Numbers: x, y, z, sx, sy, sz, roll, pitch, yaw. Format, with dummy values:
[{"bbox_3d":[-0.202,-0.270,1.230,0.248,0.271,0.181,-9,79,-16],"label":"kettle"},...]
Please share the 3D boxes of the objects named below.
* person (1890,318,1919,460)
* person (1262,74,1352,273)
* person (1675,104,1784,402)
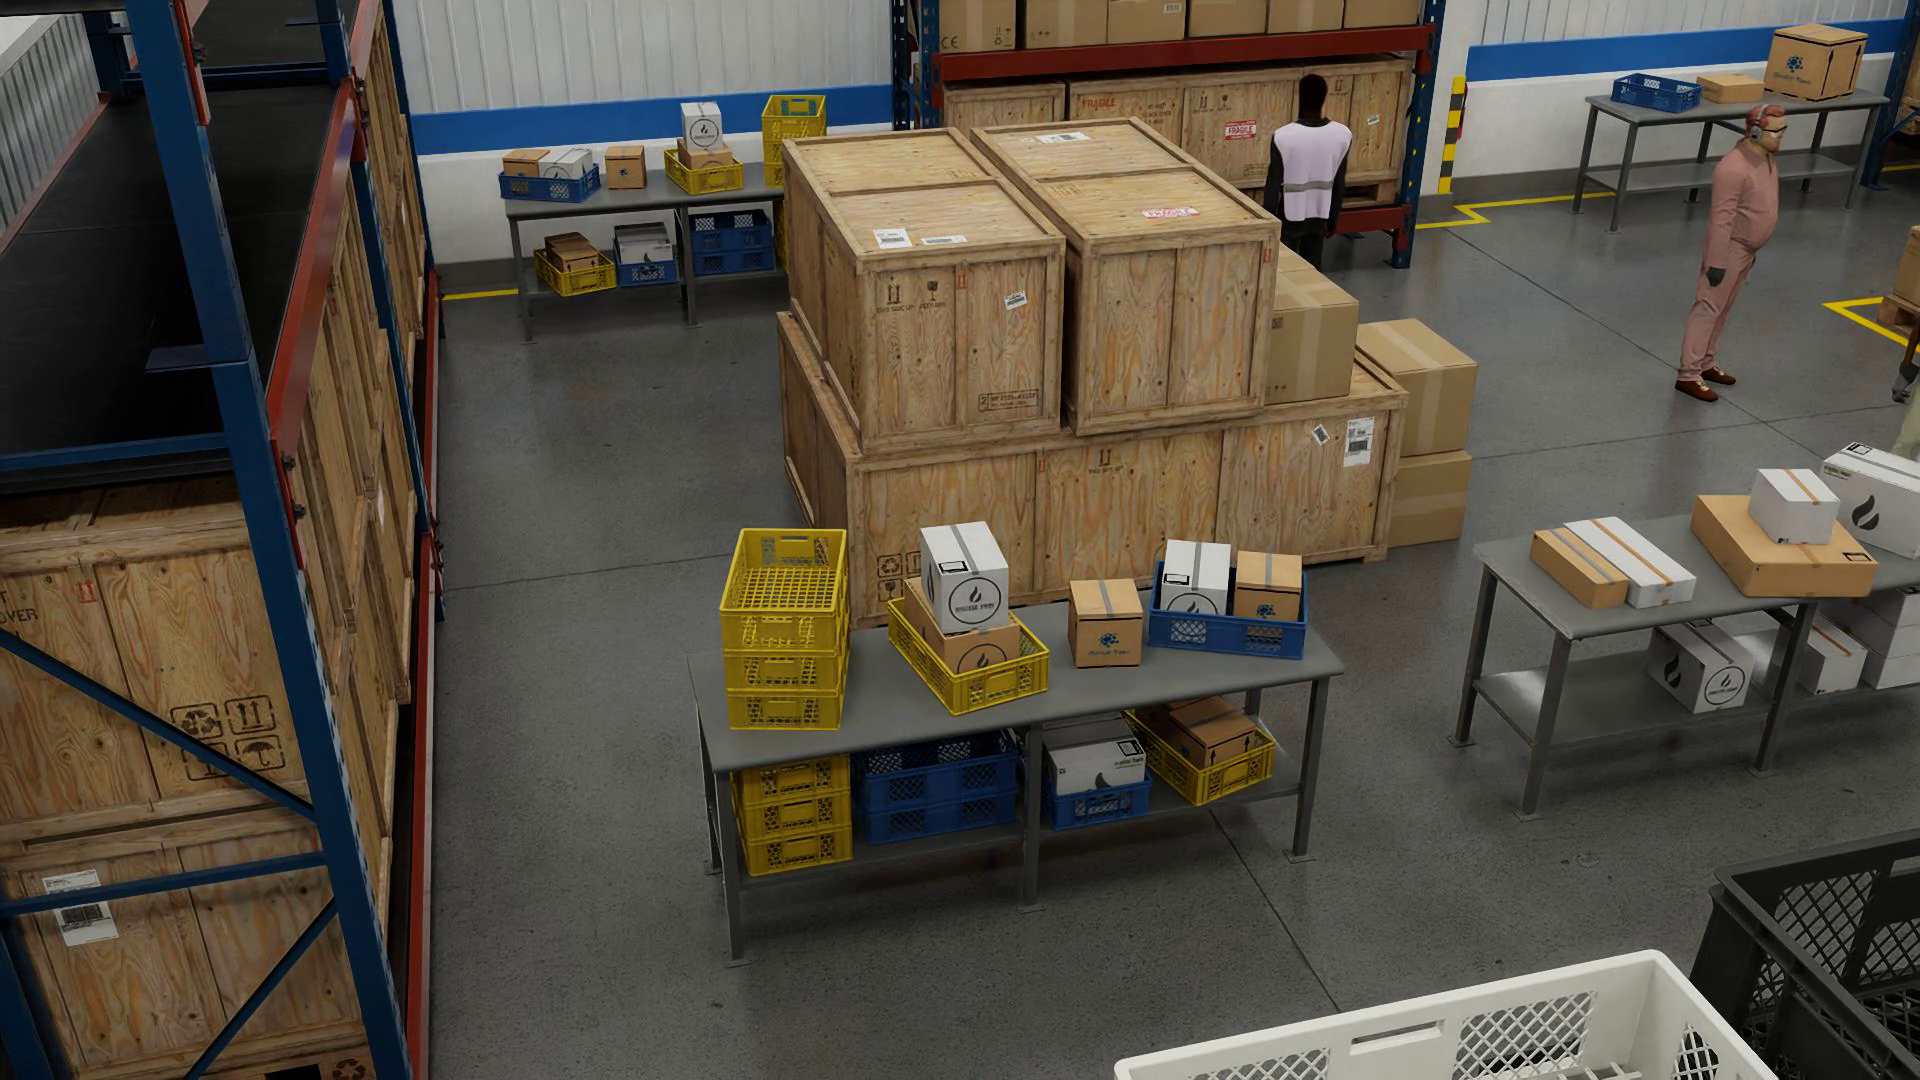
[{"bbox_3d":[5.370,-0.863,9.010,0.538,1.869,0.313,15,32,26],"label":"person"},{"bbox_3d":[2.357,-2.231,11.458,0.594,1.909,0.407,-8,30,-14],"label":"person"},{"bbox_3d":[5.034,-1.869,10.796,0.406,1.911,0.639,23,36,35],"label":"person"}]
